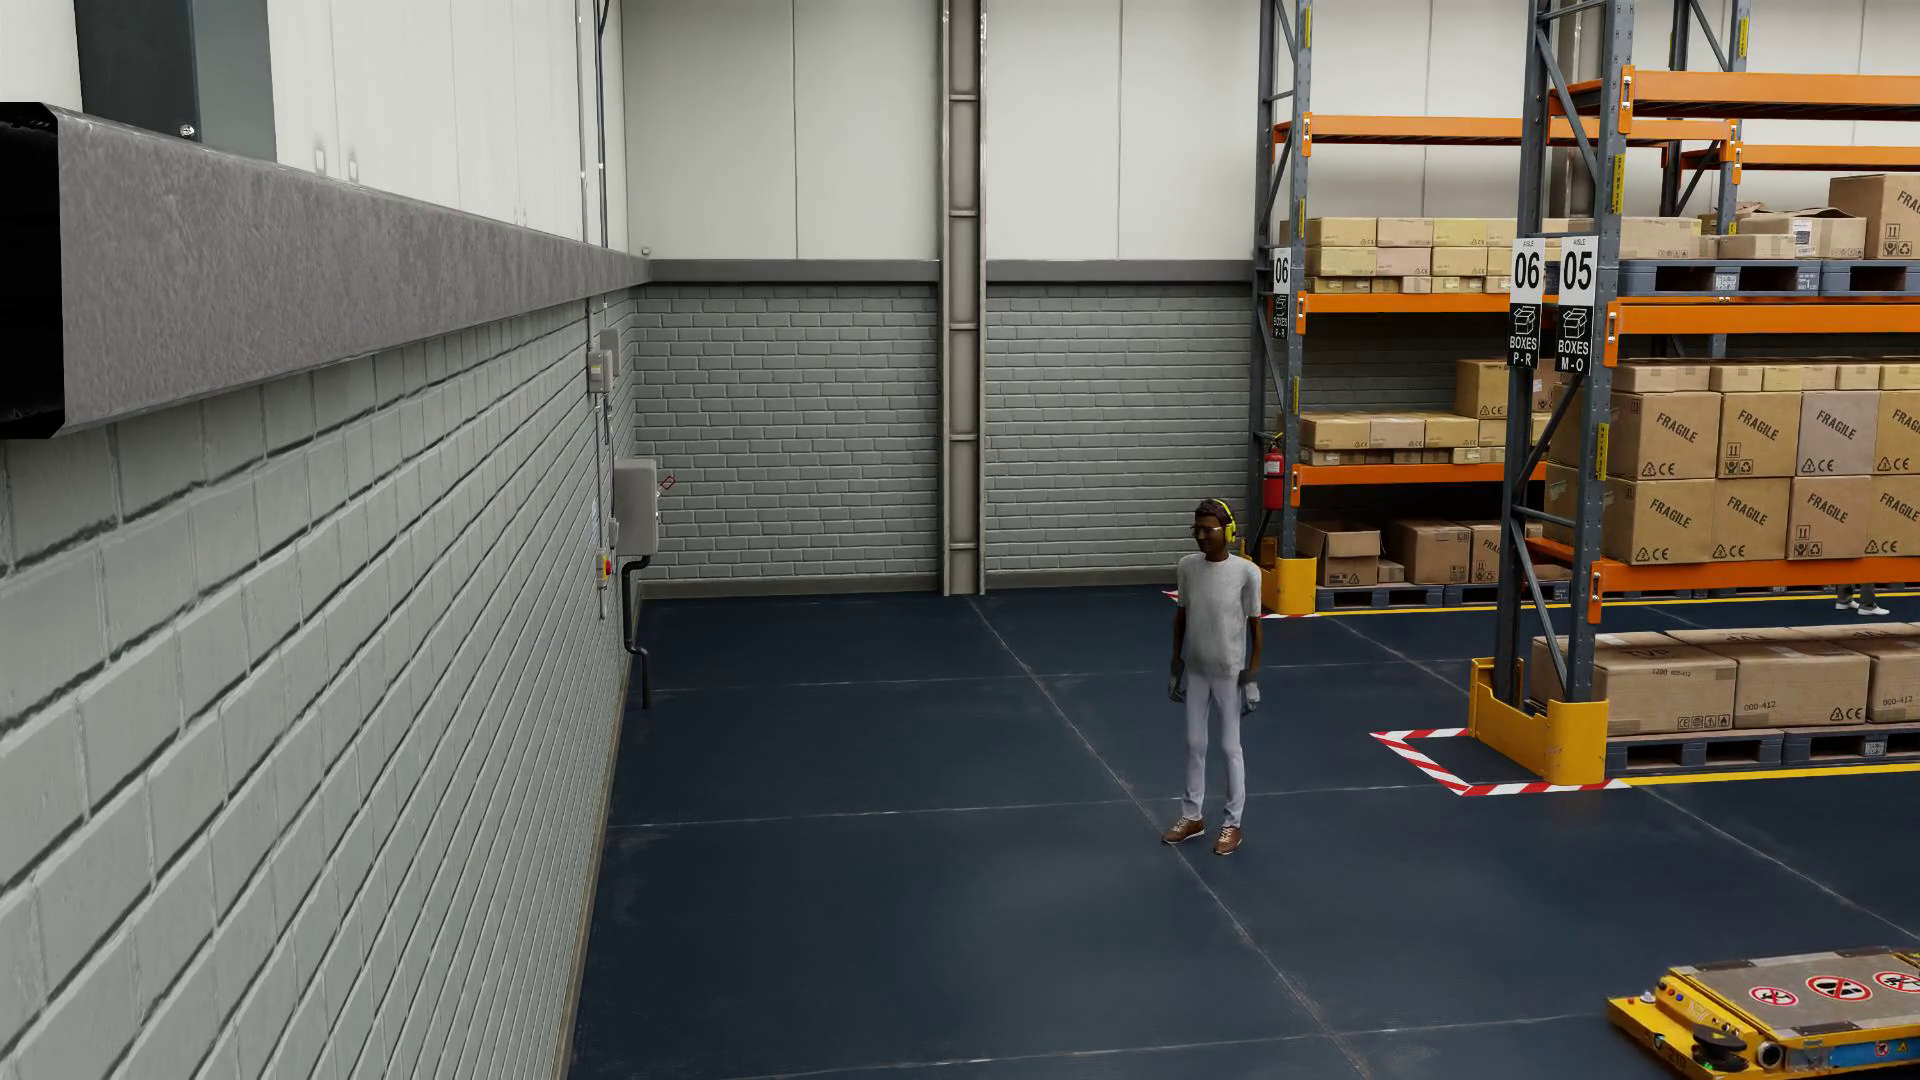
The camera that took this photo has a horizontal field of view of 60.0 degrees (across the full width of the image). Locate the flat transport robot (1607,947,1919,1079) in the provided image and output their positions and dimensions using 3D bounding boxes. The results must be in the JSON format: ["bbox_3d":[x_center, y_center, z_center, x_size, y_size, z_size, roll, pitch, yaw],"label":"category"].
[{"bbox_3d":[3.365,1.854,6.505,1.431,0.197,0.652,-2,9,-12],"label":"flat transport robot"}]

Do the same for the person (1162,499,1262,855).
[{"bbox_3d":[1.325,0.703,8.686,0.526,1.869,0.315,7,11,36],"label":"person"}]

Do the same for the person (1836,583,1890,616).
[{"bbox_3d":[8.034,-0.288,14.666,0.392,1.919,0.582,-2,9,-11],"label":"person"}]
